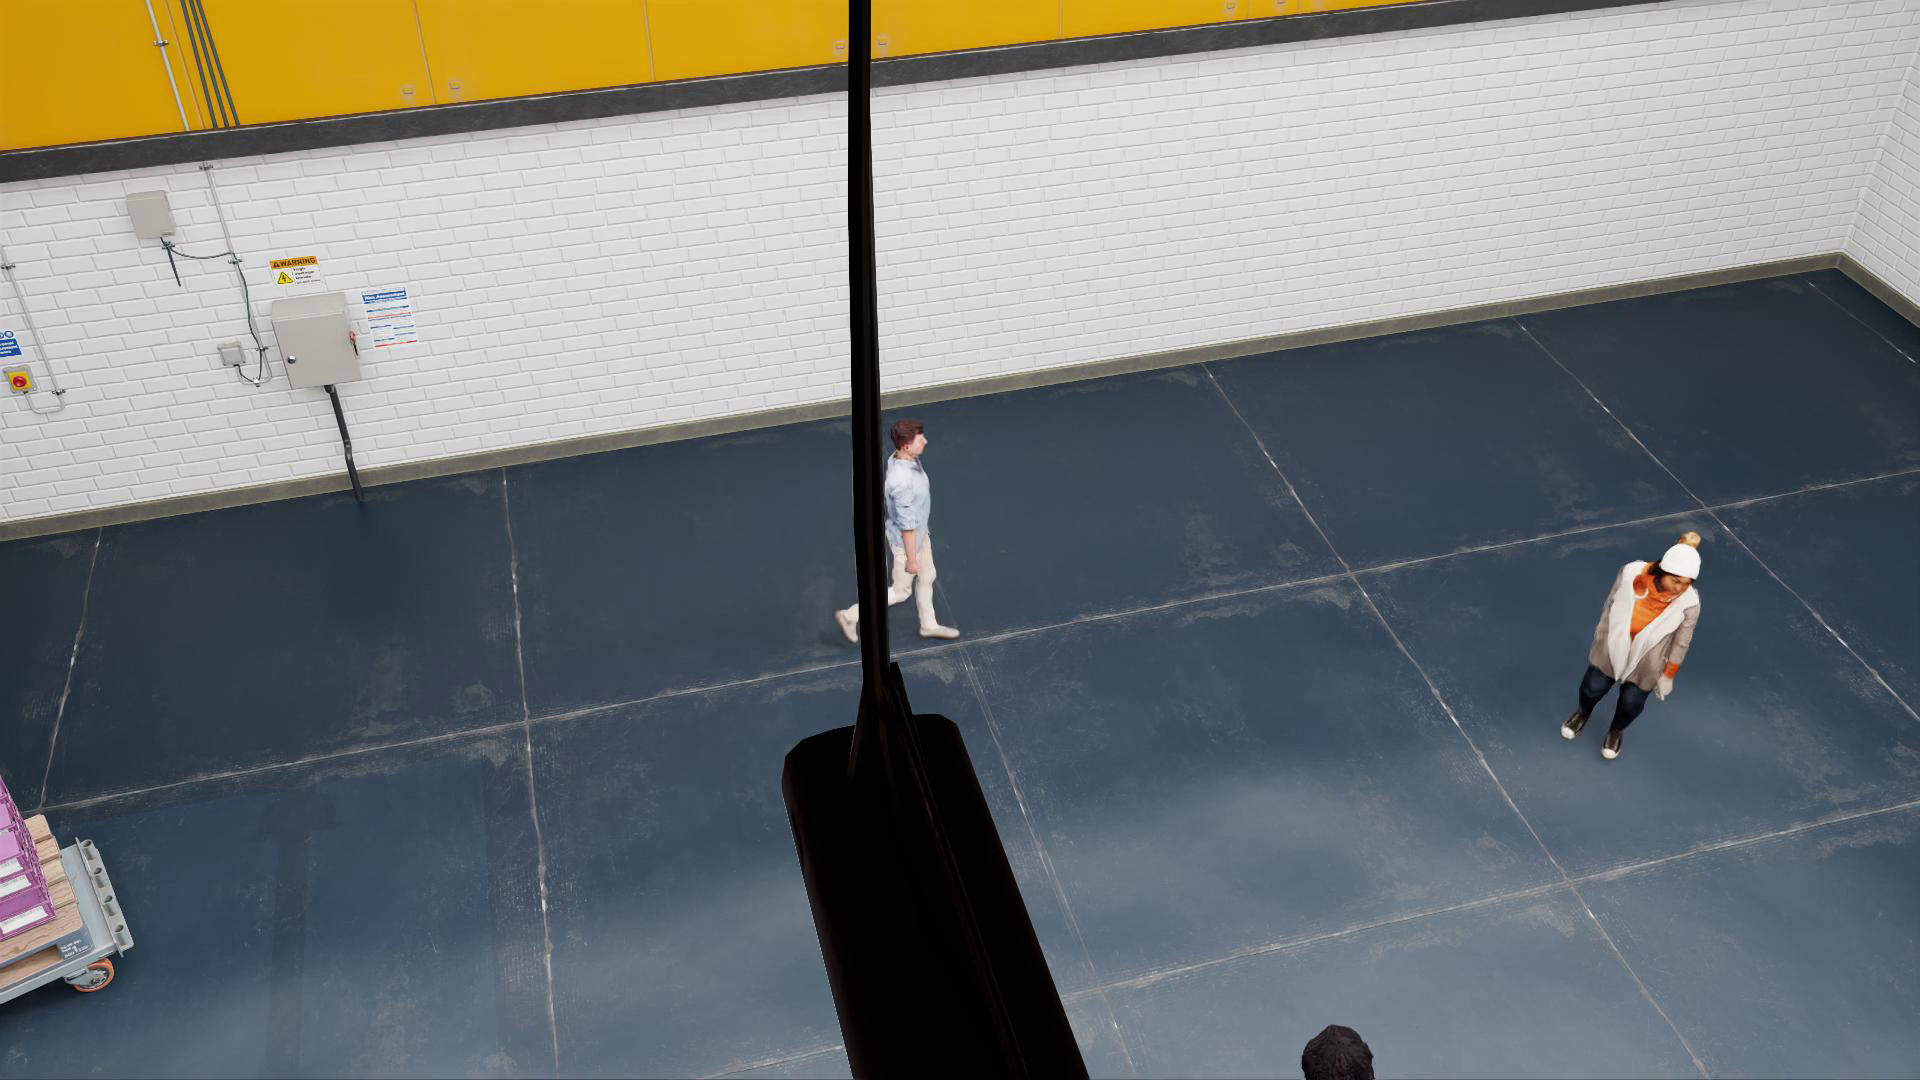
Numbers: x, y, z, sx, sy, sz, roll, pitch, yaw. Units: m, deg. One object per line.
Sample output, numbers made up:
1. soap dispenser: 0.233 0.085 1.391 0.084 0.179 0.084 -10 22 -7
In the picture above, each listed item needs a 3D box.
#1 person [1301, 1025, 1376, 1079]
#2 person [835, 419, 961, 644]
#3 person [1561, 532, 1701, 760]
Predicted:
1. person: 1.613 2.888 7.465 0.639 1.817 0.755 -8 39 -10
2. person: -0.440 -0.015 11.091 0.944 1.829 1.108 2 39 3
3. person: 4.185 0.611 10.282 0.936 1.860 0.862 -28 46 -30
